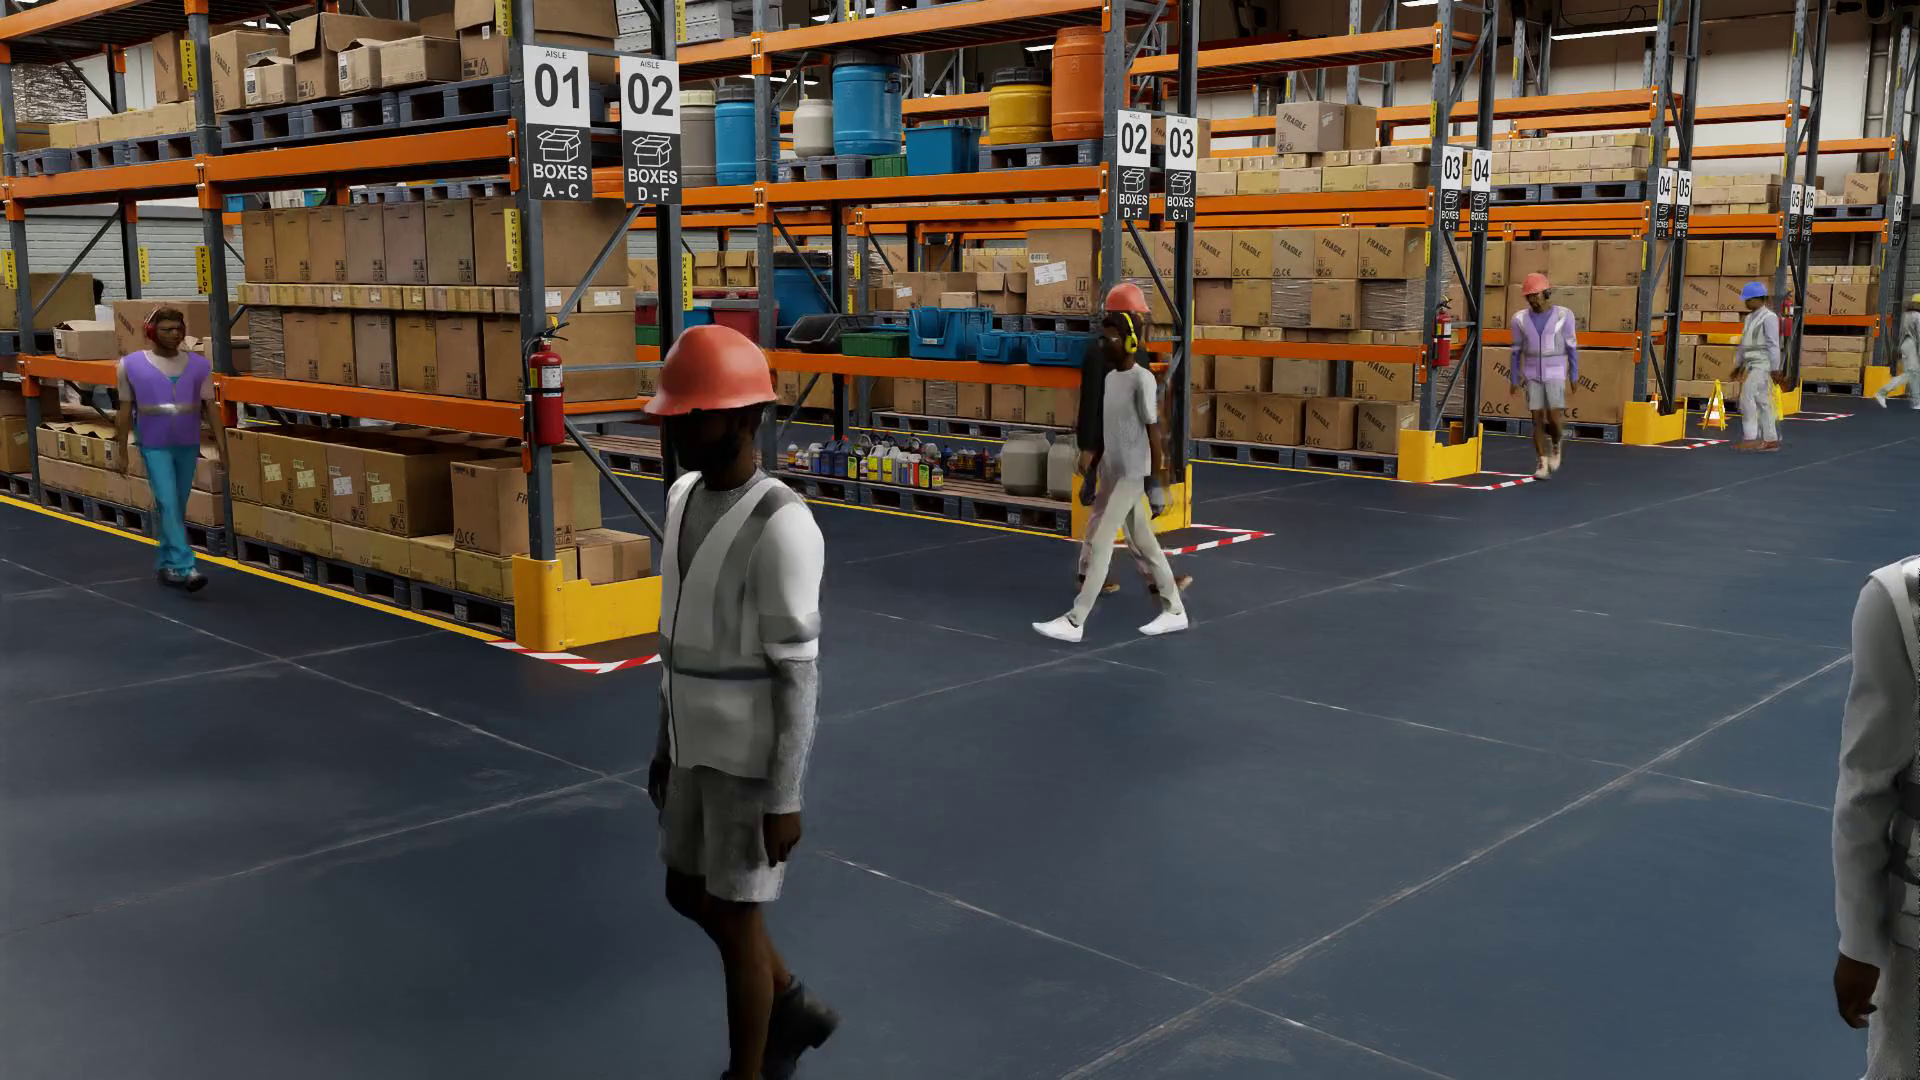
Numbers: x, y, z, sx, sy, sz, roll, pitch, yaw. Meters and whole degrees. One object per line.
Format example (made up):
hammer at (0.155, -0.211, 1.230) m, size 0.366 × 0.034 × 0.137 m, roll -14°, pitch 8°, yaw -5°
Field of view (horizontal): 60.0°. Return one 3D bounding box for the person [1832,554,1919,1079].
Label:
person at (1.754, 0.666, 2.783) m, size 0.575 × 1.883 × 0.362 m, roll 1°, pitch 9°, yaw 7°

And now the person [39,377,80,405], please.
person at (-10.388, -2.050, 19.200) m, size 0.645 × 1.956 × 0.826 m, roll -9°, pitch 13°, yaw -43°

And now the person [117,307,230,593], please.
person at (-4.964, -0.566, 10.574) m, size 0.946 × 1.795 × 0.590 m, roll 8°, pitch 12°, yaw 41°

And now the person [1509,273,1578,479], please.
person at (5.663, -1.591, 16.216) m, size 0.635 × 2.009 × 0.587 m, roll 6°, pitch 11°, yaw 33°

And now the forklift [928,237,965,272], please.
forklift at (-0.326, -5.817, 39.609) m, size 1.129 × 2.768 × 1.873 m, roll 9°, pitch 13°, yaw 43°

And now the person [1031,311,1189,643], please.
person at (0.876, -0.348, 9.192) m, size 0.973 × 1.815 × 0.545 m, roll -3°, pitch 10°, yaw -17°

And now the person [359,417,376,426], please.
person at (-5.714, -1.516, 16.095) m, size 0.846 × 1.913 × 0.637 m, roll 6°, pitch 11°, yaw 32°

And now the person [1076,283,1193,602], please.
person at (1.096, -0.596, 10.290) m, size 0.962 × 1.950 × 0.647 m, roll 7°, pitch 11°, yaw 35°

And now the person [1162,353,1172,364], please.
person at (2.659, -2.395, 21.447) m, size 0.507 × 1.905 × 0.627 m, roll 5°, pitch 11°, yaw 30°

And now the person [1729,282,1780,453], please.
person at (8.910, -1.937, 18.677) m, size 0.744 × 1.904 × 0.589 m, roll 1°, pitch 9°, yaw 8°

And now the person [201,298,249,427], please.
person at (-7.124, -1.444, 16.027) m, size 0.948 × 1.782 × 0.612 m, roll 8°, pitch 12°, yaw 42°

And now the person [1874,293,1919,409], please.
person at (13.881, -2.774, 24.392) m, size 0.757 × 1.713 × 0.497 m, roll 2°, pitch 9°, yaw 11°

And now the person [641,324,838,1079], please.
person at (-0.518, 0.471, 3.851) m, size 0.523 × 1.938 × 0.568 m, roll -7°, pitch 12°, yaw -37°

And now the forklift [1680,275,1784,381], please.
forklift at (12.480, -3.427, 27.053) m, size 1.214 × 2.155 × 2.313 m, roll 9°, pitch 13°, yaw 43°

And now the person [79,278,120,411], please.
person at (-10.228, -2.111, 19.655) m, size 0.907 × 1.925 × 0.618 m, roll 5°, pitch 10°, yaw 27°
